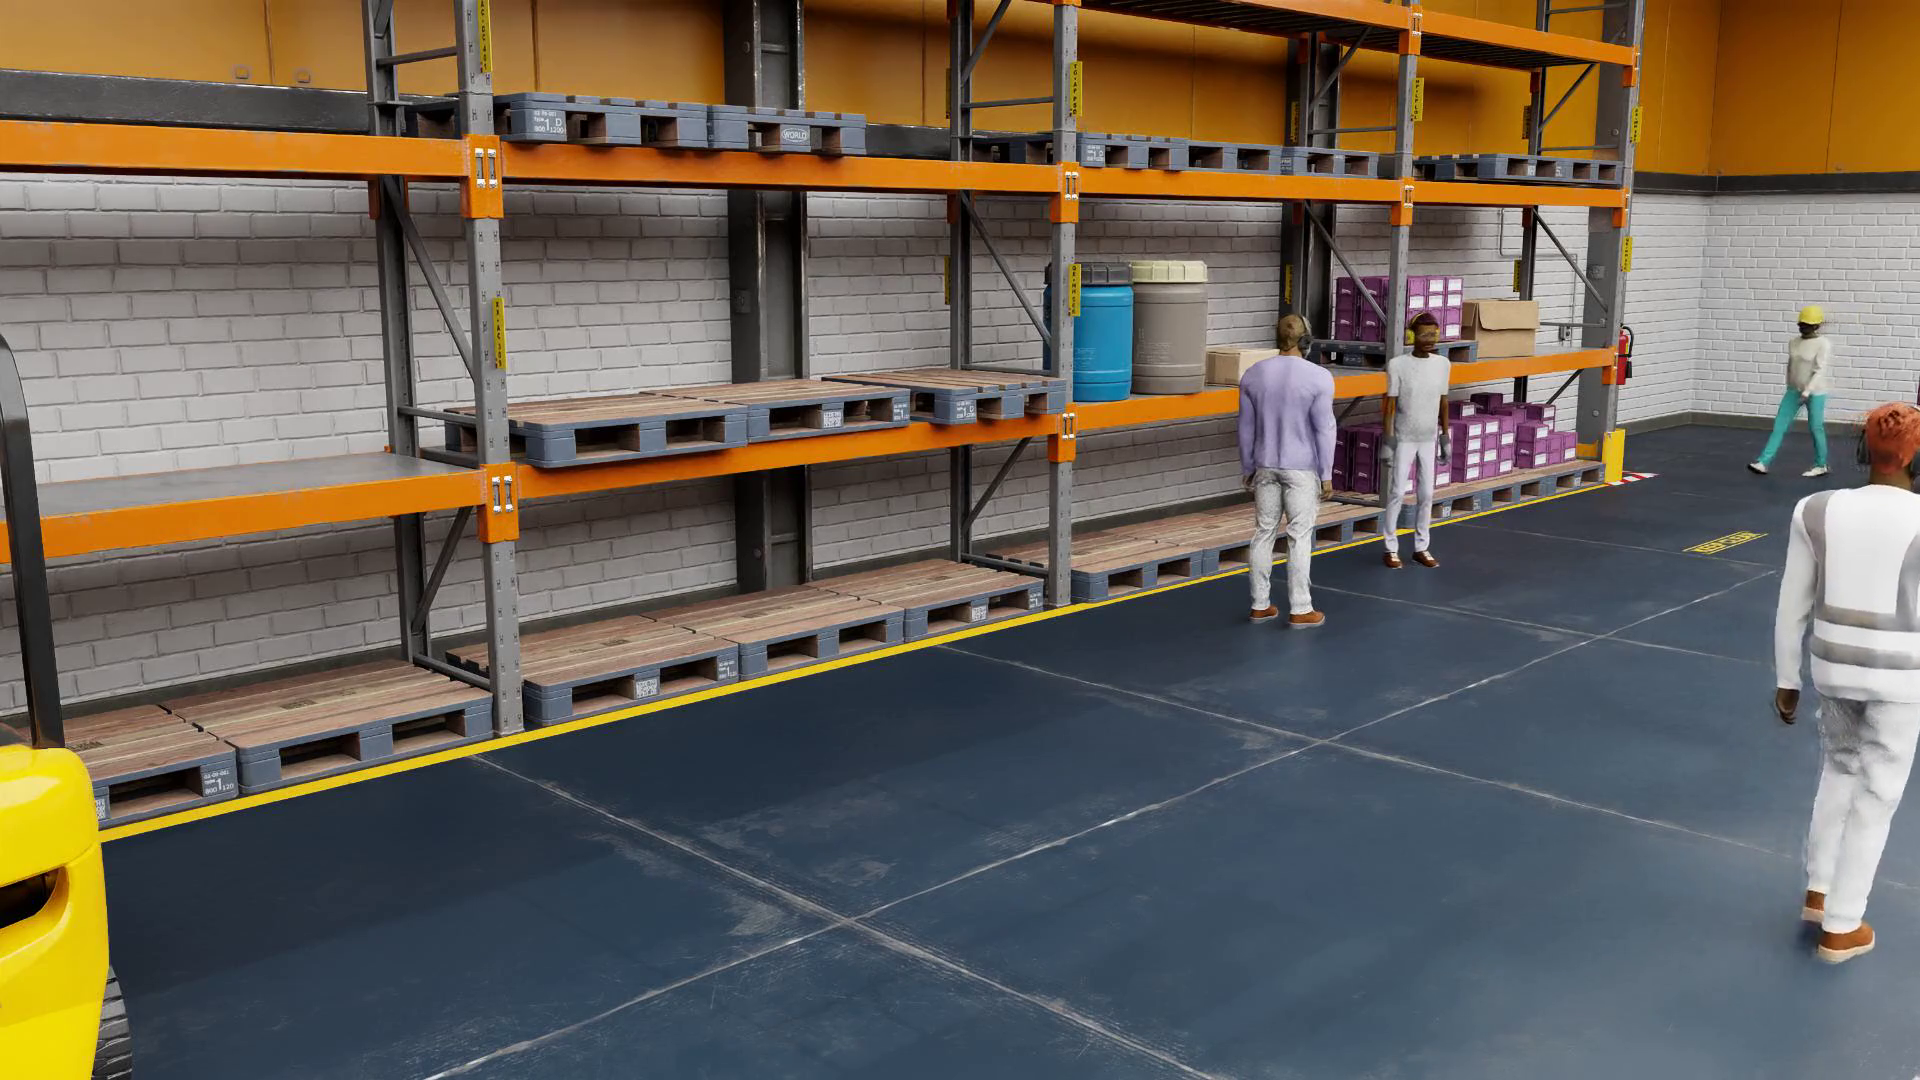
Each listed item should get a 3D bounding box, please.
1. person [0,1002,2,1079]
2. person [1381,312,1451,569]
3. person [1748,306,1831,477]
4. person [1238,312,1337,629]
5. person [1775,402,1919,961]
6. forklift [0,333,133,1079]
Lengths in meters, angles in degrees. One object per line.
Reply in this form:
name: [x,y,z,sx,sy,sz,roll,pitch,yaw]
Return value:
person: [-1.933,0.916,3.237,0.688,1.820,0.554,-5,11,-25]
person: [3.307,-0.714,12.043,0.527,1.860,0.320,-2,11,-12]
person: [8.324,-1.452,16.447,0.886,1.711,0.524,-5,11,-24]
person: [2.008,-0.423,10.231,0.635,1.936,0.353,8,13,38]
person: [3.080,0.469,5.556,0.578,1.862,0.580,-8,13,-36]
forklift: [-3.289,0.485,4.582,1.214,2.155,2.313,-10,14,-44]
